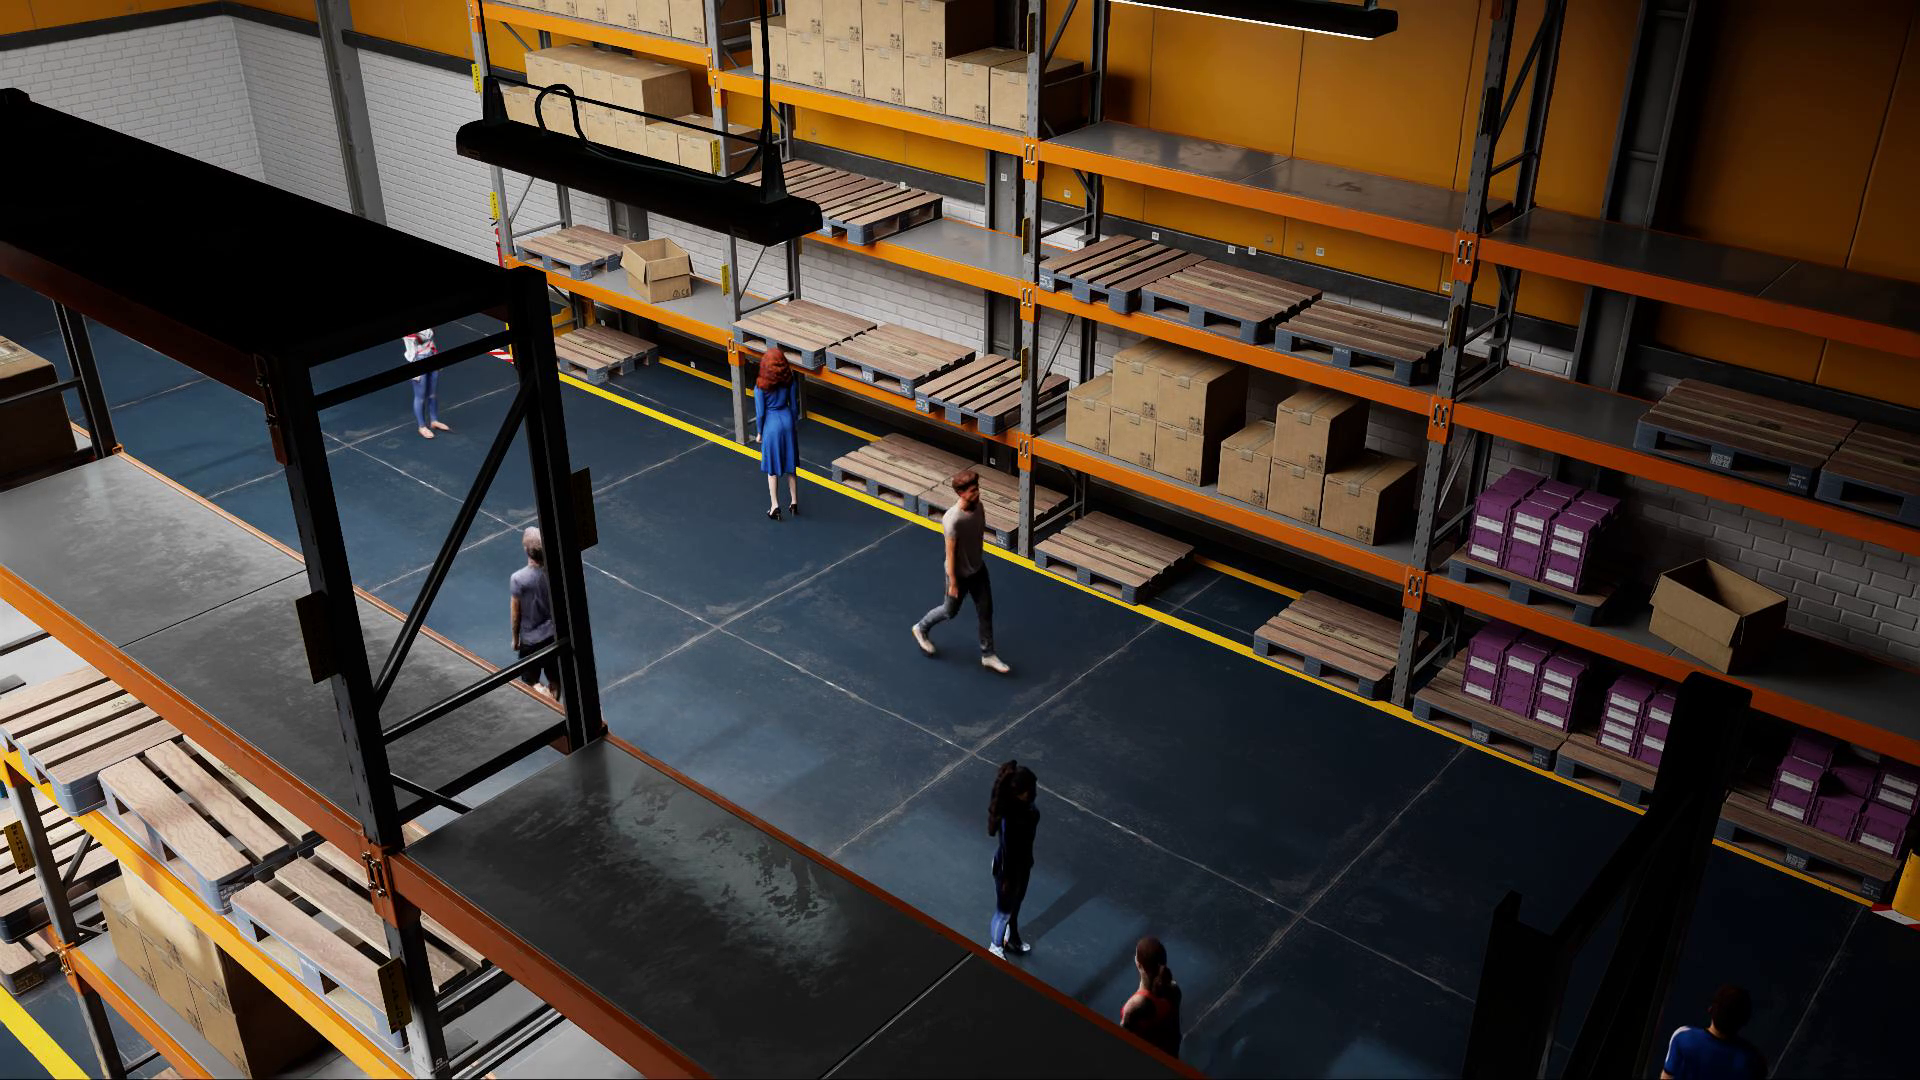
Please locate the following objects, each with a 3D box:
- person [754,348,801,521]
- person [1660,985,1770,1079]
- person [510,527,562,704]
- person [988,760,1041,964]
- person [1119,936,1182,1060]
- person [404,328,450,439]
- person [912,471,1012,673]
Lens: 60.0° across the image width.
[{"bbox_3d":[-1.809,-1.048,16.550,0.694,1.828,0.692,-14,32,-24],"label":"person"},{"bbox_3d":[3.938,3.117,8.875,0.625,1.865,0.771,11,31,20],"label":"person"},{"bbox_3d":[-3.266,0.787,13.142,0.994,1.869,0.690,25,37,38],"label":"person"},{"bbox_3d":[0.346,2.137,10.930,0.634,1.619,0.662,13,31,22],"label":"person"},{"bbox_3d":[1.089,2.985,9.255,0.619,1.734,0.686,-25,37,-38],"label":"person"},{"bbox_3d":[-5.949,-1.941,18.413,0.576,1.612,0.626,14,31,24],"label":"person"},{"bbox_3d":[-0.043,0.245,14.146,1.211,1.861,0.739,19,34,31],"label":"person"}]
